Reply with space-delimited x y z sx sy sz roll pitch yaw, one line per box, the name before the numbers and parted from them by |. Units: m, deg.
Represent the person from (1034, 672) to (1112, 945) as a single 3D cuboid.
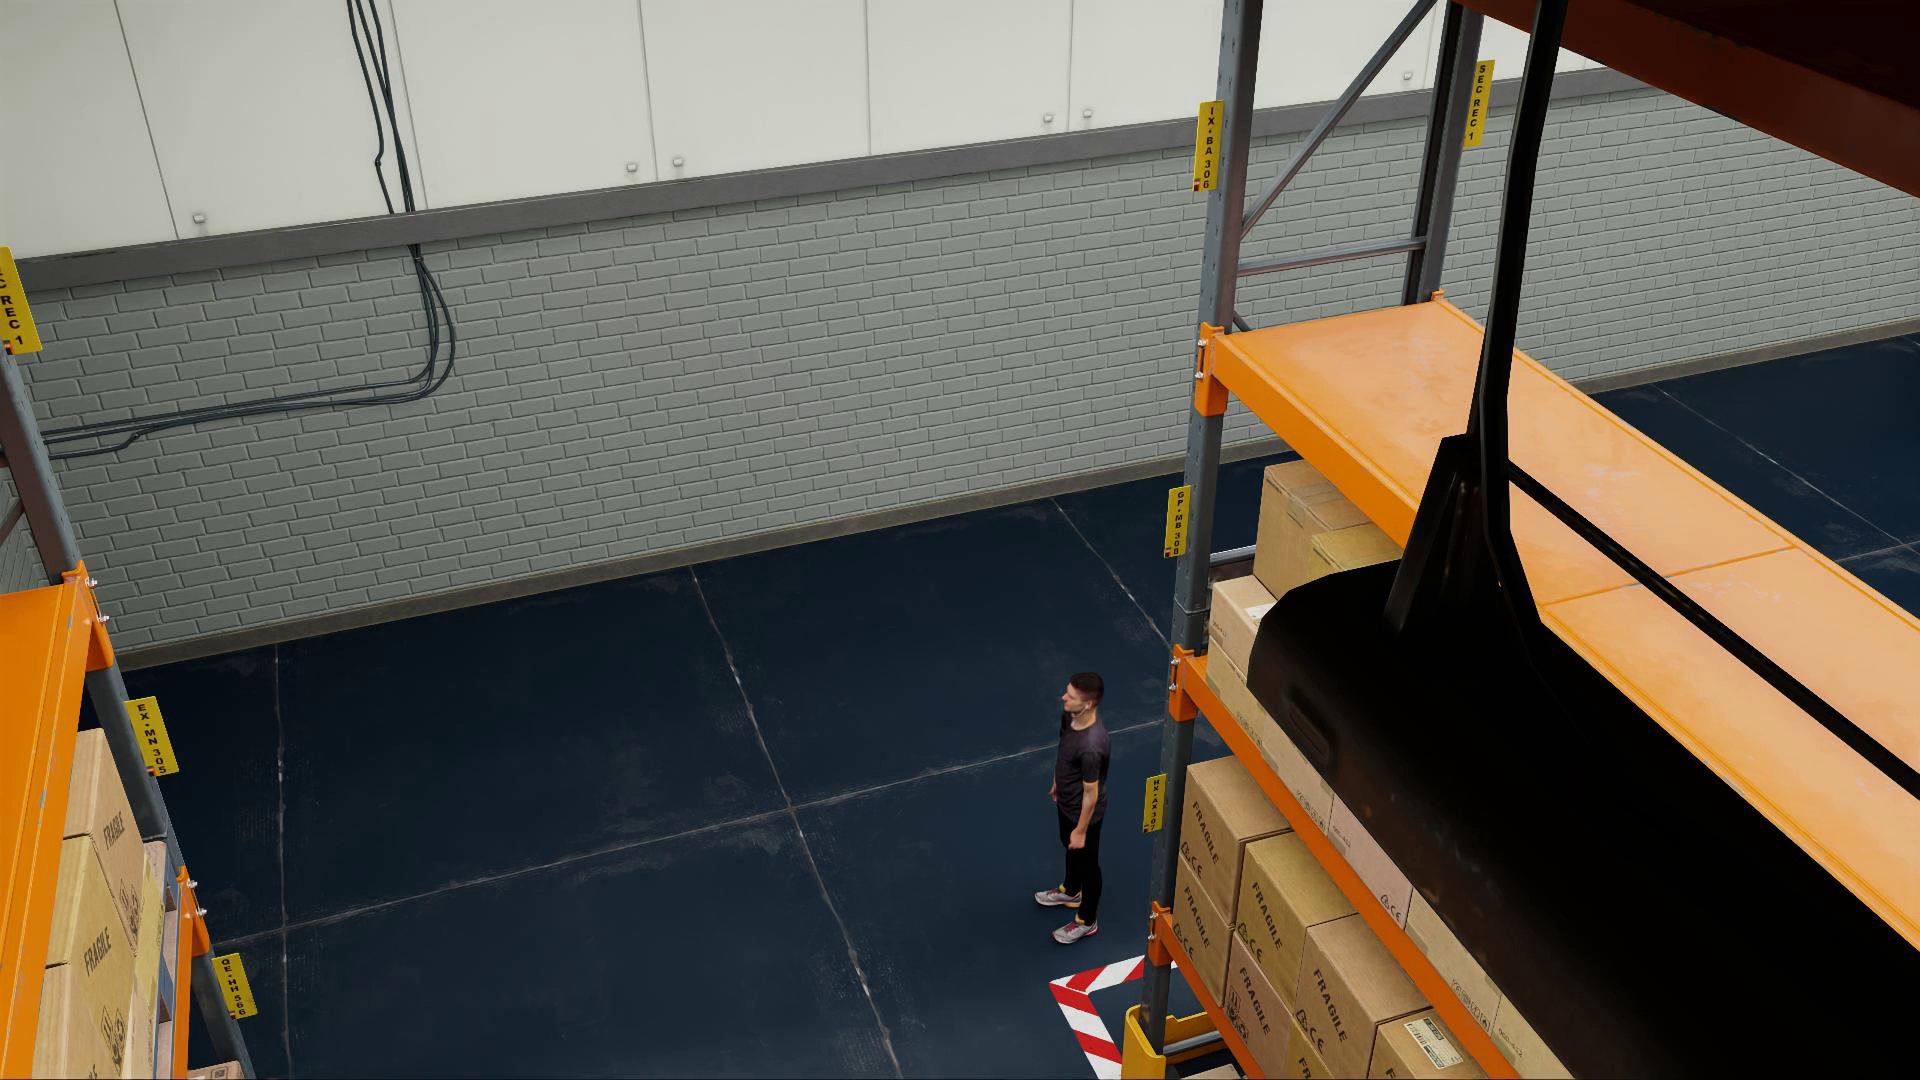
person | 0.656 1.445 9.125 0.712 1.764 0.514 -8 33 -12
